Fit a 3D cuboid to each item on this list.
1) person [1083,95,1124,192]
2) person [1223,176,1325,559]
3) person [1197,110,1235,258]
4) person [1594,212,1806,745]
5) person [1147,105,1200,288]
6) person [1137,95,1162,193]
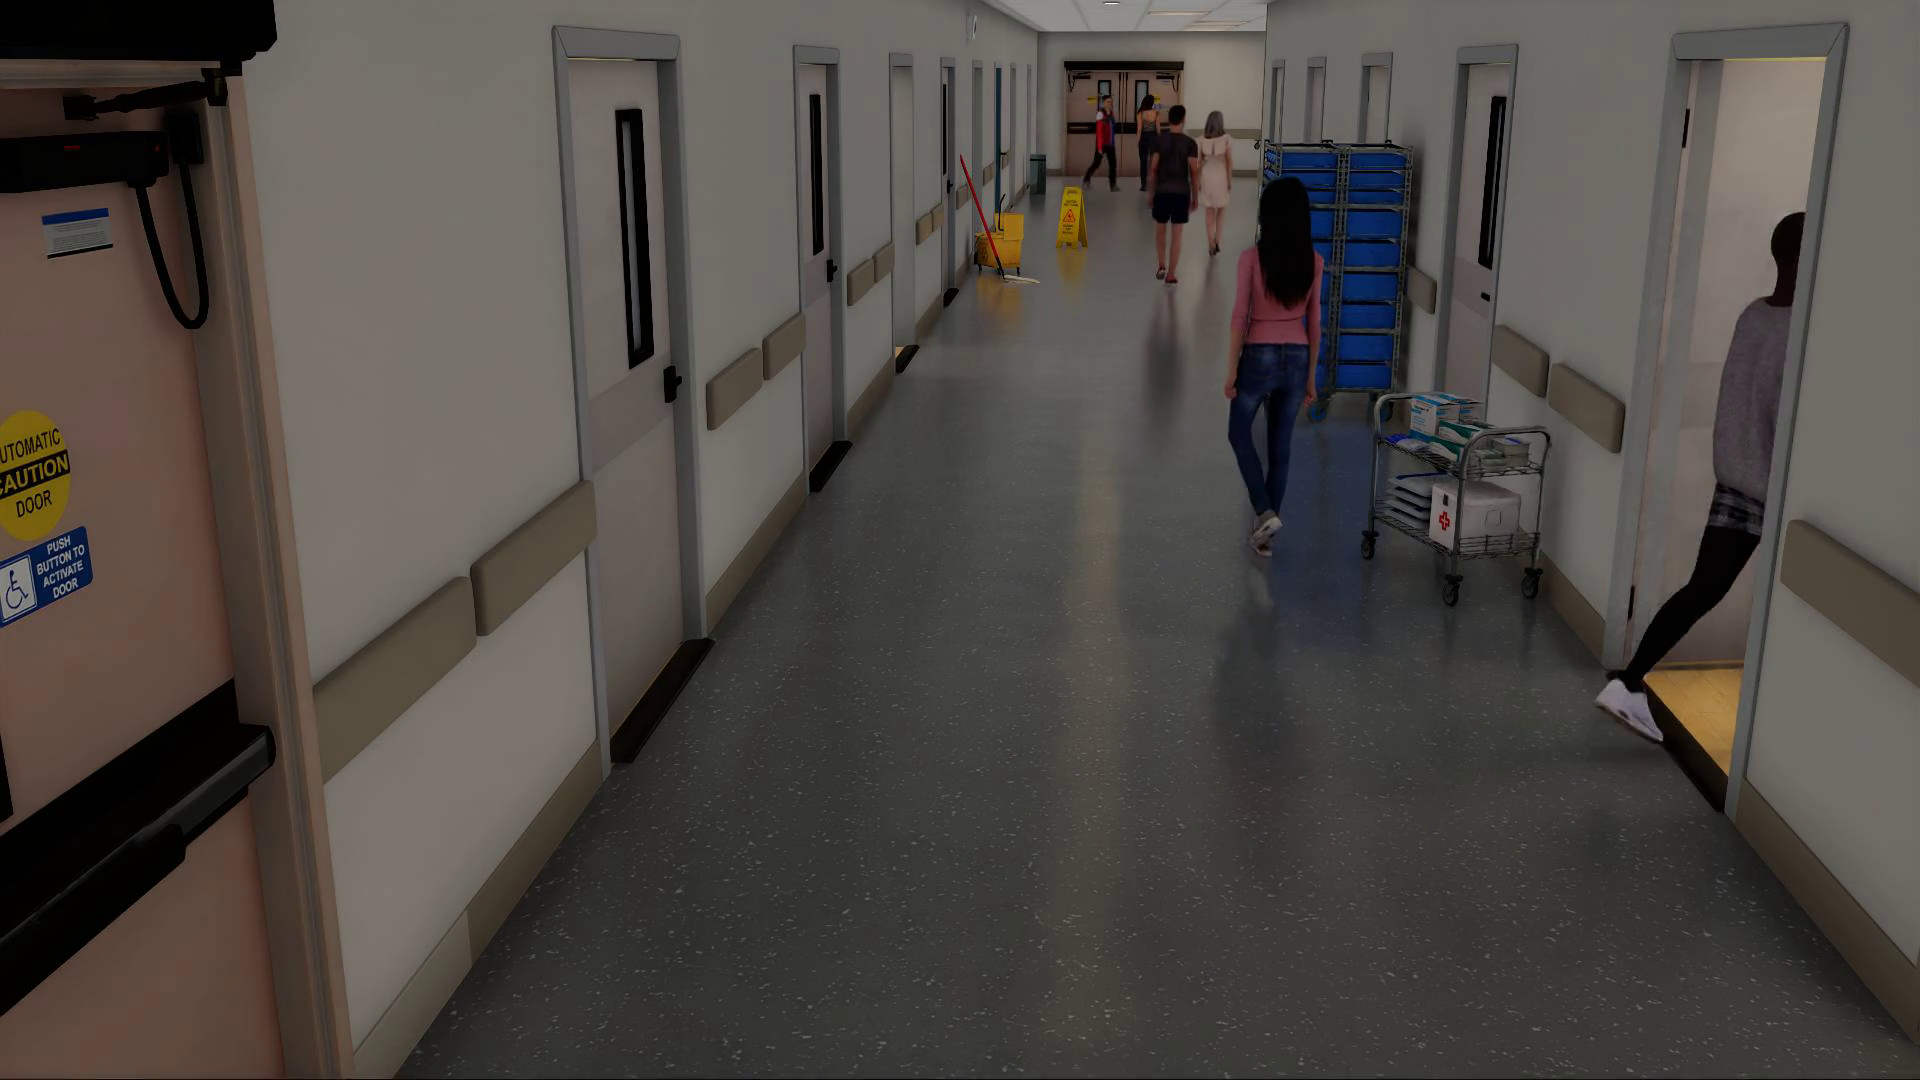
[{"bbox_3d":[2.612,-7.326,30.836,1.155,1.727,1.190,-14,21,-40],"label":"person"},{"bbox_3d":[1.428,-0.754,7.502,0.644,1.739,0.710,-1,16,-4],"label":"person"},{"bbox_3d":[3.046,-4.266,19.990,0.663,1.723,0.686,4,16,15],"label":"person"},{"bbox_3d":[2.492,-0.144,5.332,0.959,1.742,1.193,-4,16,-14],"label":"person"},{"bbox_3d":[2.180,-3.555,17.249,0.735,1.841,0.694,5,16,16],"label":"person"},{"bbox_3d":[3.523,-7.405,31.037,0.643,1.770,0.586,-2,16,-5],"label":"person"}]
